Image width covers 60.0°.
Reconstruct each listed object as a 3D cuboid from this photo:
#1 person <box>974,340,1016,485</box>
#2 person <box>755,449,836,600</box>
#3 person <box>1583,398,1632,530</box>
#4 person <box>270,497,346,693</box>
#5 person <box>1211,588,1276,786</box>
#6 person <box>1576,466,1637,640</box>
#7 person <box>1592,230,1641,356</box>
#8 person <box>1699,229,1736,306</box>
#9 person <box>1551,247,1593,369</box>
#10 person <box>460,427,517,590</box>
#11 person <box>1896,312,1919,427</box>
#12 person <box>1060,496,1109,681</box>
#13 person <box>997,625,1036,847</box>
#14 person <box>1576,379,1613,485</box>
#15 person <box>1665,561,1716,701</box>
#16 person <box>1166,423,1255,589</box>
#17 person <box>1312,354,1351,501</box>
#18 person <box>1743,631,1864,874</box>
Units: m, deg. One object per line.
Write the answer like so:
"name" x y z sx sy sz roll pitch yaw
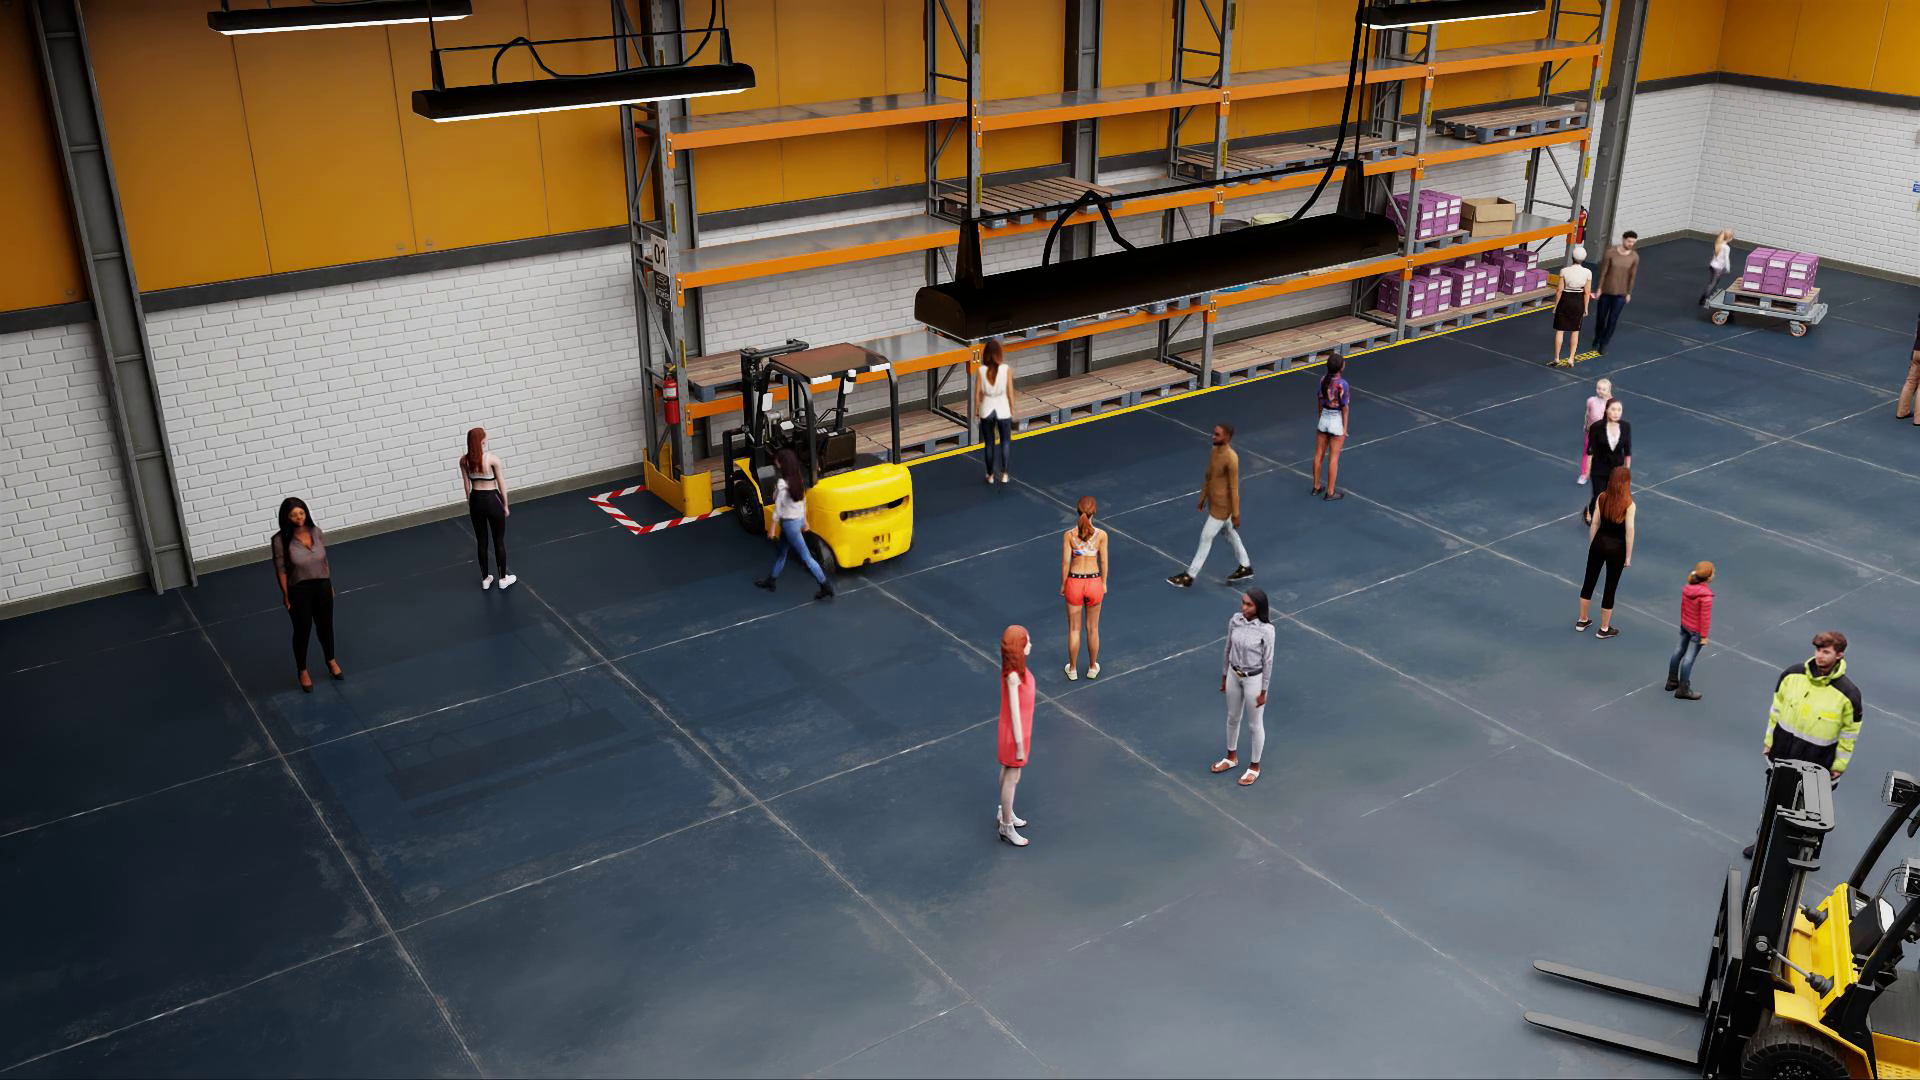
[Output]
"person" 0.413 -1.472 19.599 0.717 1.779 0.801 1 24 2
"person" -1.605 -0.117 16.741 1.135 1.584 1.115 6 24 12
"person" 7.056 -0.786 18.223 1.084 1.624 1.037 -1 24 -1
"person" -5.926 0.470 15.078 0.762 1.842 0.619 19 30 37
"person" 2.350 1.173 13.616 0.545 1.724 0.617 -21 31 -39
"person" 6.254 0.098 16.075 0.527 1.725 0.589 -18 30 -36
"person" 9.629 -3.661 24.502 0.843 1.863 0.892 8 25 17
"person" 12.218 -4.403 26.956 0.821 1.257 0.722 -1 24 -3
"person" 8.770 -3.335 23.897 0.716 1.750 0.746 7 24 15
"person" -4.851 -0.329 17.029 0.651 1.742 0.728 2 24 4
"person" 12.632 -2.437 21.729 0.745 1.841 0.770 -4 24 -10
"person" 1.131 0.439 15.214 0.655 1.790 0.742 0 24 -1
"person" 0.412 1.480 12.786 0.691 1.827 0.674 0 24 0
"person" 7.658 -1.324 19.934 0.736 1.240 0.984 14 27 29
"person" 6.595 0.796 14.987 0.616 1.317 0.589 -4 24 -9
"person" 2.743 -0.334 17.012 1.304 1.765 0.942 -6 24 -14
"person" 4.311 -1.330 19.320 0.503 1.742 0.582 -17 29 -33
"person" 6.322 1.564 12.402 0.670 1.982 0.795 -20 30 -37
